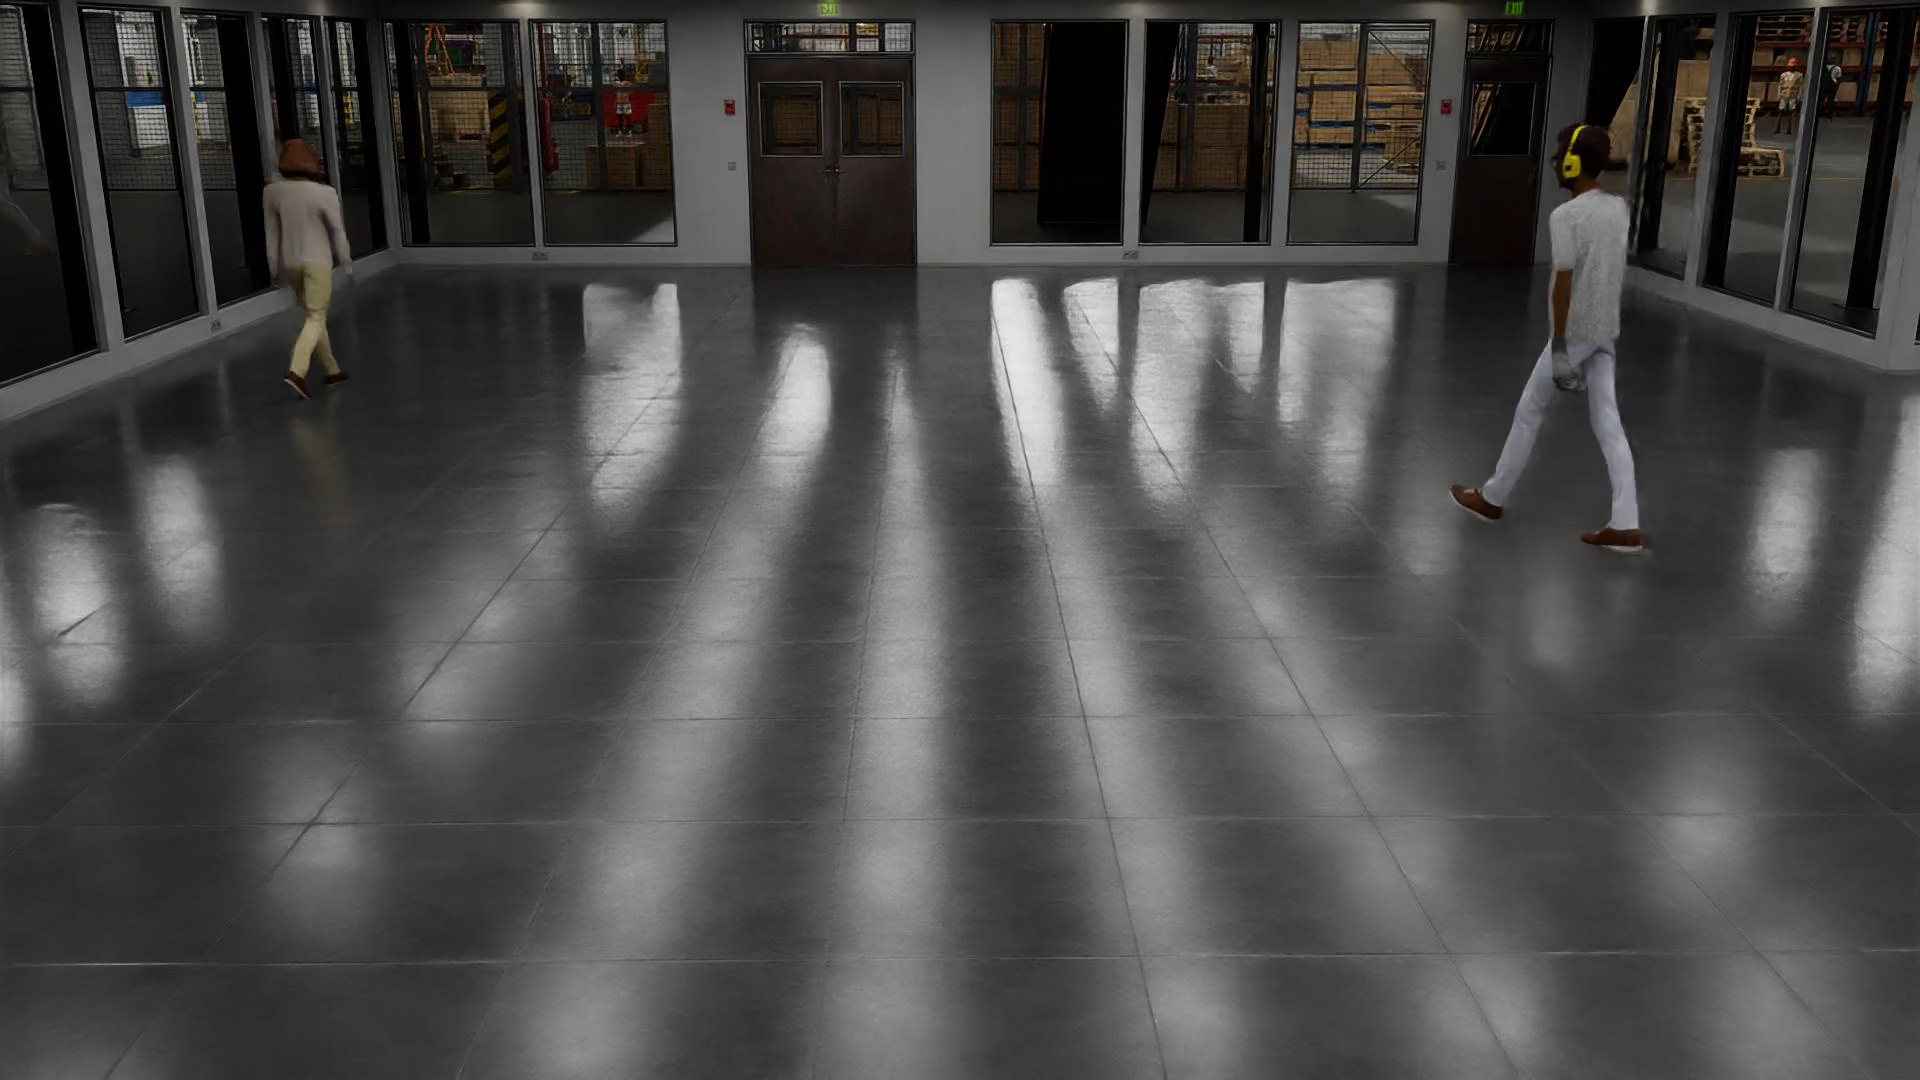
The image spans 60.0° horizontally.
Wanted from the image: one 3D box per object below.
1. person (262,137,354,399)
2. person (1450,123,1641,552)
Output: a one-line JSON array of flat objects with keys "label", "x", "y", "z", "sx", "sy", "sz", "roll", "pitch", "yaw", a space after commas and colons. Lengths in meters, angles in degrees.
[{"label": "person", "x": -4.120, "y": -1.710, "z": 10.451, "sx": 0.516, "sy": 1.602, "sz": 0.807, "roll": 3, "pitch": 17, "yaw": 10}, {"label": "person", "x": 2.686, "y": -0.890, "z": 7.295, "sx": 0.518, "sy": 1.817, "sz": 0.968, "roll": -9, "pitch": 19, "yaw": -28}]
